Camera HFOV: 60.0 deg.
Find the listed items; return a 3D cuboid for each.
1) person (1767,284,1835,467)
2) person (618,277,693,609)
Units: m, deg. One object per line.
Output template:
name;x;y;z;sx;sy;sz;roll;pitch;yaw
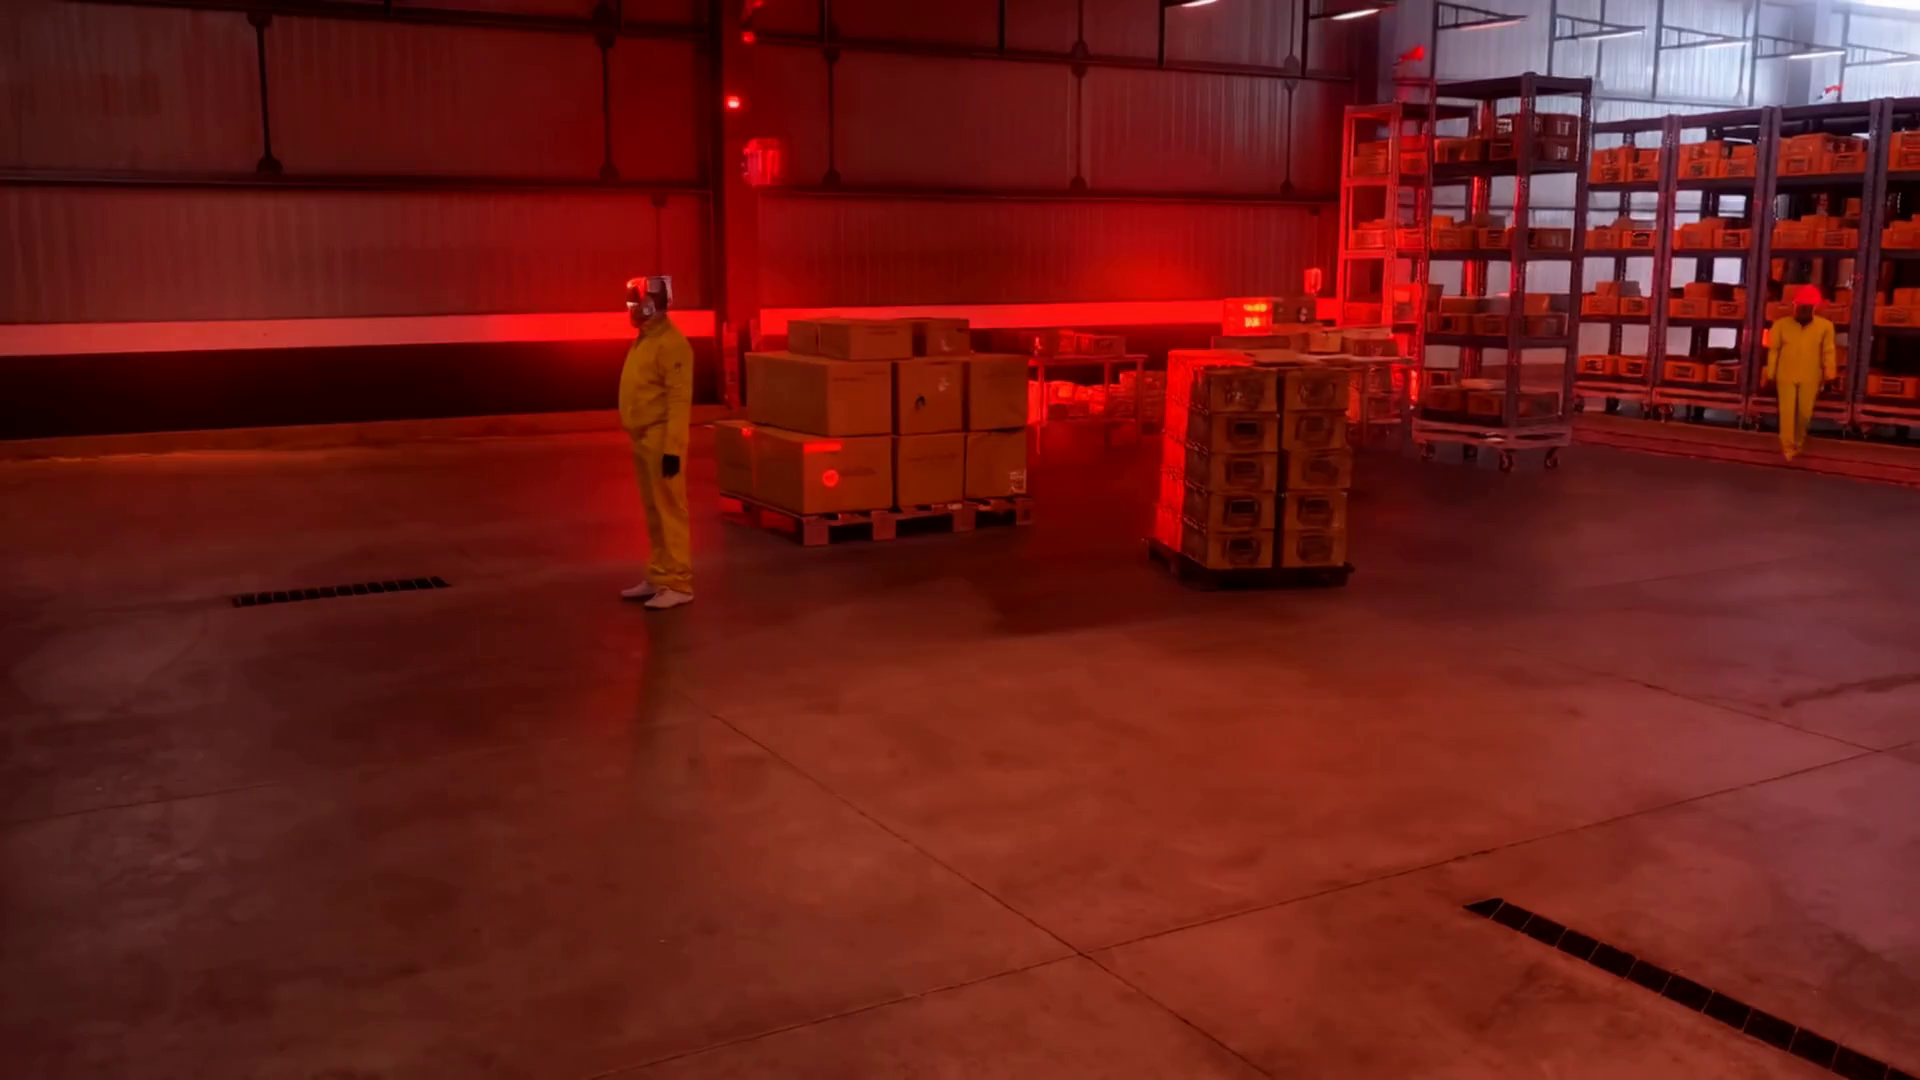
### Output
person;8.040;-1.587;15.933;0.573;1.726;0.748;5;11;24
person;-1.767;-0.557;9.602;0.401;1.904;0.640;-5;11;-28
